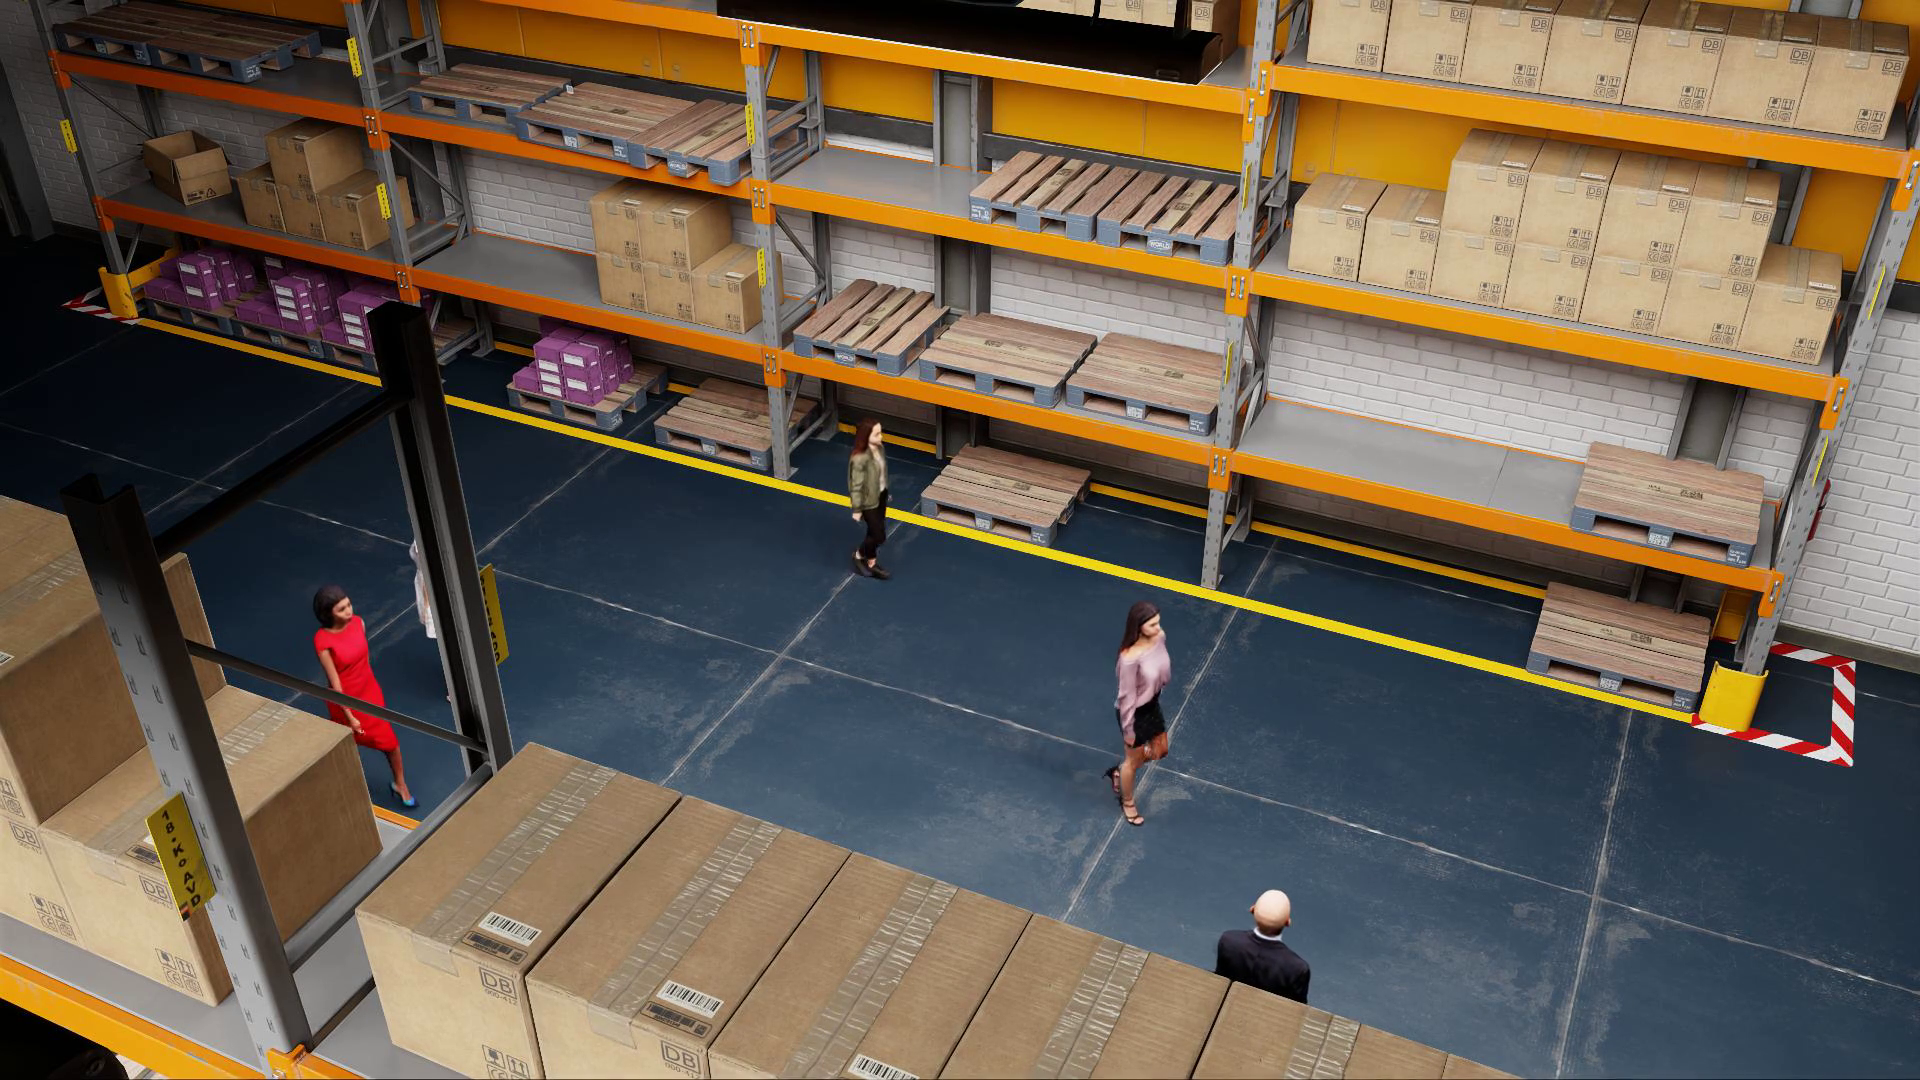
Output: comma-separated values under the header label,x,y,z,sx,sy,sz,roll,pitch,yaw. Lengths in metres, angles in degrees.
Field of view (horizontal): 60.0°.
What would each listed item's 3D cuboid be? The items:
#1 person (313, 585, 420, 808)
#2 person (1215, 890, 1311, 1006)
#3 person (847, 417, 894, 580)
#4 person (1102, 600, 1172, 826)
label,x,y,z,sx,sy,sz,roll,pitch,yaw
person,-4.076,1.040,10.972,1.091,1.713,0.610,17,37,24
person,1.528,2.524,8.665,0.497,1.796,0.747,17,37,24
person,-0.763,-0.332,13.254,0.570,1.472,0.594,16,37,22
person,1.086,1.106,10.792,0.763,1.803,0.727,25,41,33
